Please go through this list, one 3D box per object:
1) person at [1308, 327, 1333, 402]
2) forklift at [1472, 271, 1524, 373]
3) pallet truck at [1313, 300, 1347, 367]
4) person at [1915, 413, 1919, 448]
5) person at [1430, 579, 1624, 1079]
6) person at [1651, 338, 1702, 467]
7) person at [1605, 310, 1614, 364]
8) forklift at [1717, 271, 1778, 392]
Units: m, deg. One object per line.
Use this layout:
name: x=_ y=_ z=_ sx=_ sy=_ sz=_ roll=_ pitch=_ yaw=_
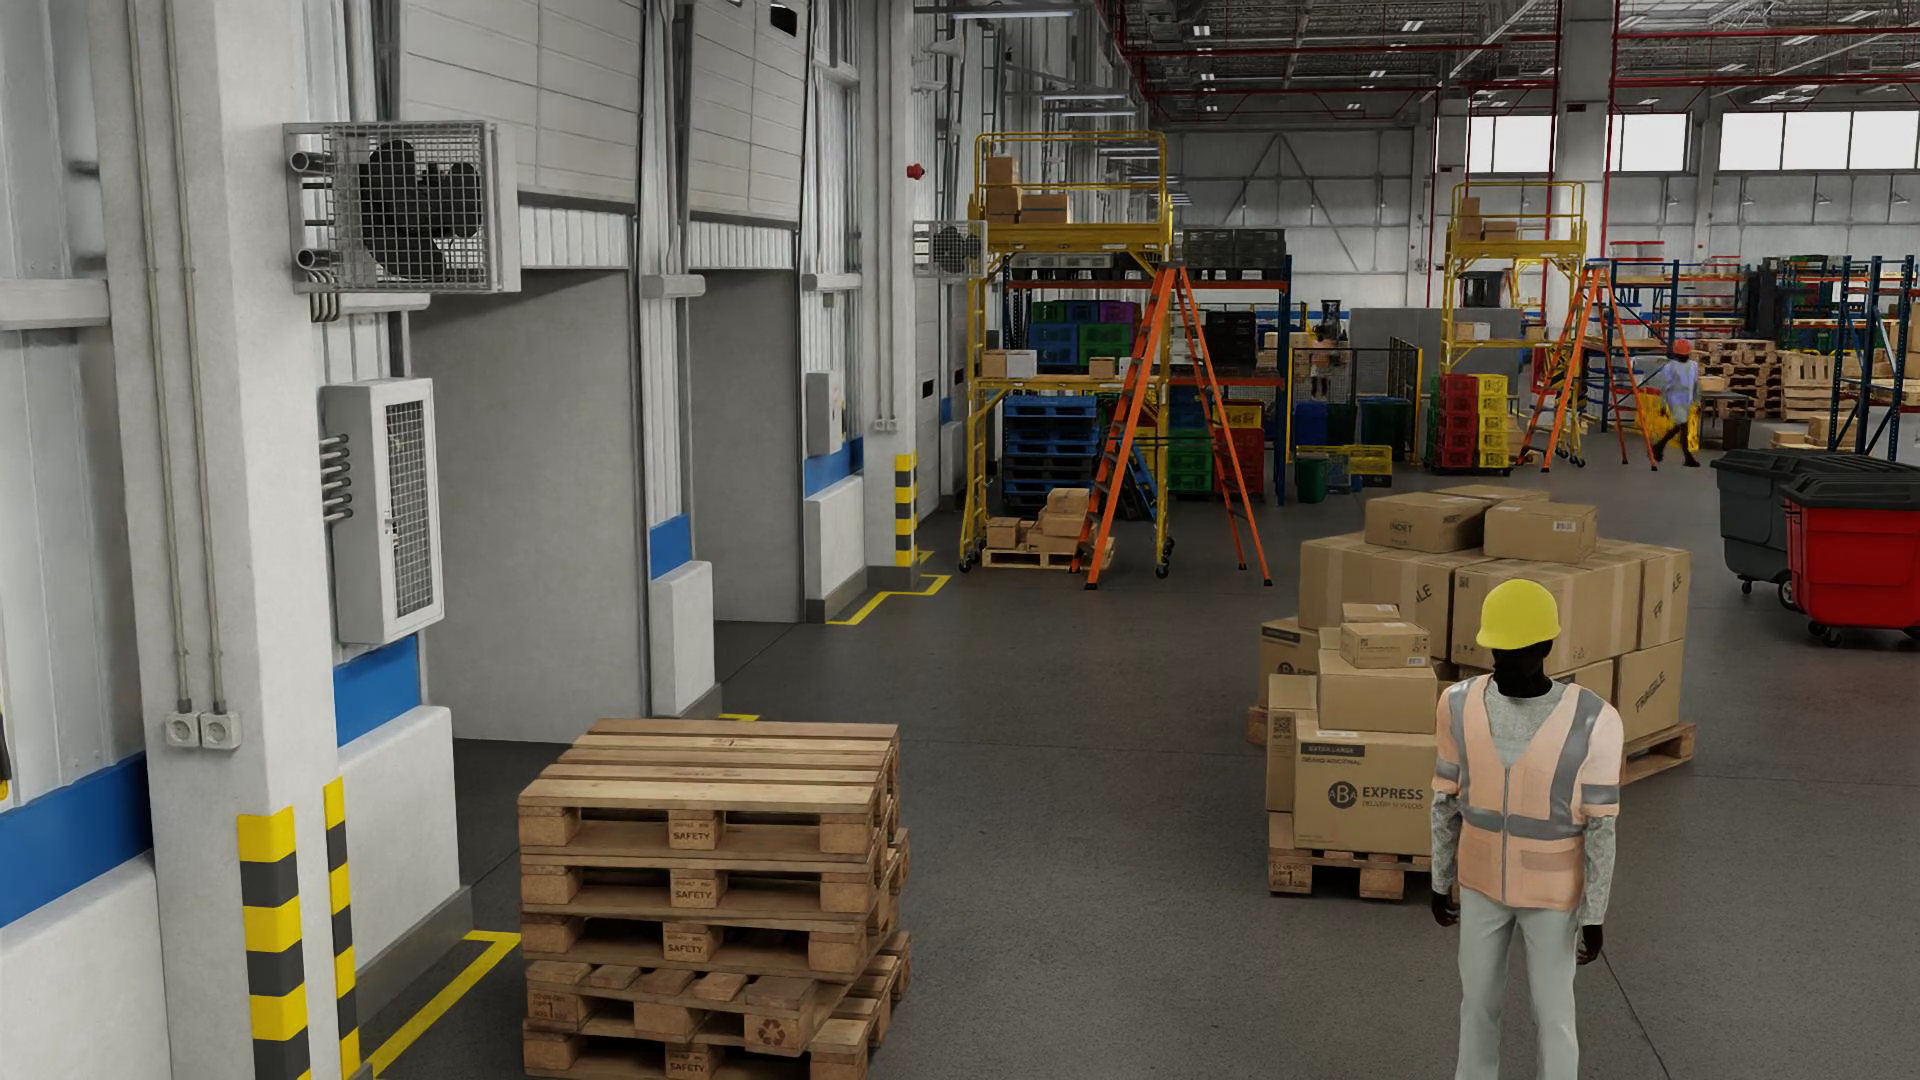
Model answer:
person: x=7.687 y=-3.723 z=35.508 sx=0.548 sy=1.649 sz=0.863 roll=4 pitch=10 yaw=22
forklift: x=14.292 y=-5.913 z=45.235 sx=1.873 sy=2.768 sz=1.129 roll=-3 pitch=10 yaw=-17
pallet truck: x=11.159 y=-6.200 z=49.718 sx=0.823 sy=1.965 sz=1.885 roll=4 pitch=10 yaw=26
person: x=15.615 y=-2.342 z=26.726 sx=0.319 sy=1.739 sz=0.485 roll=9 pitch=13 yaw=43
person: x=1.725 y=1.064 z=5.170 sx=0.585 sy=1.919 sz=0.397 roll=7 pitch=12 yaw=38
person: x=10.512 y=-2.031 z=24.382 sx=0.586 sy=1.879 sz=0.924 roll=-3 pitch=10 yaw=-20
person: x=15.769 y=-4.717 z=40.821 sx=0.688 sy=1.919 sz=0.641 roll=-2 pitch=10 yaw=-15
forklift: x=18.501 y=-4.836 z=38.592 sx=1.873 sy=2.768 sz=1.129 roll=0 pitch=9 yaw=3
